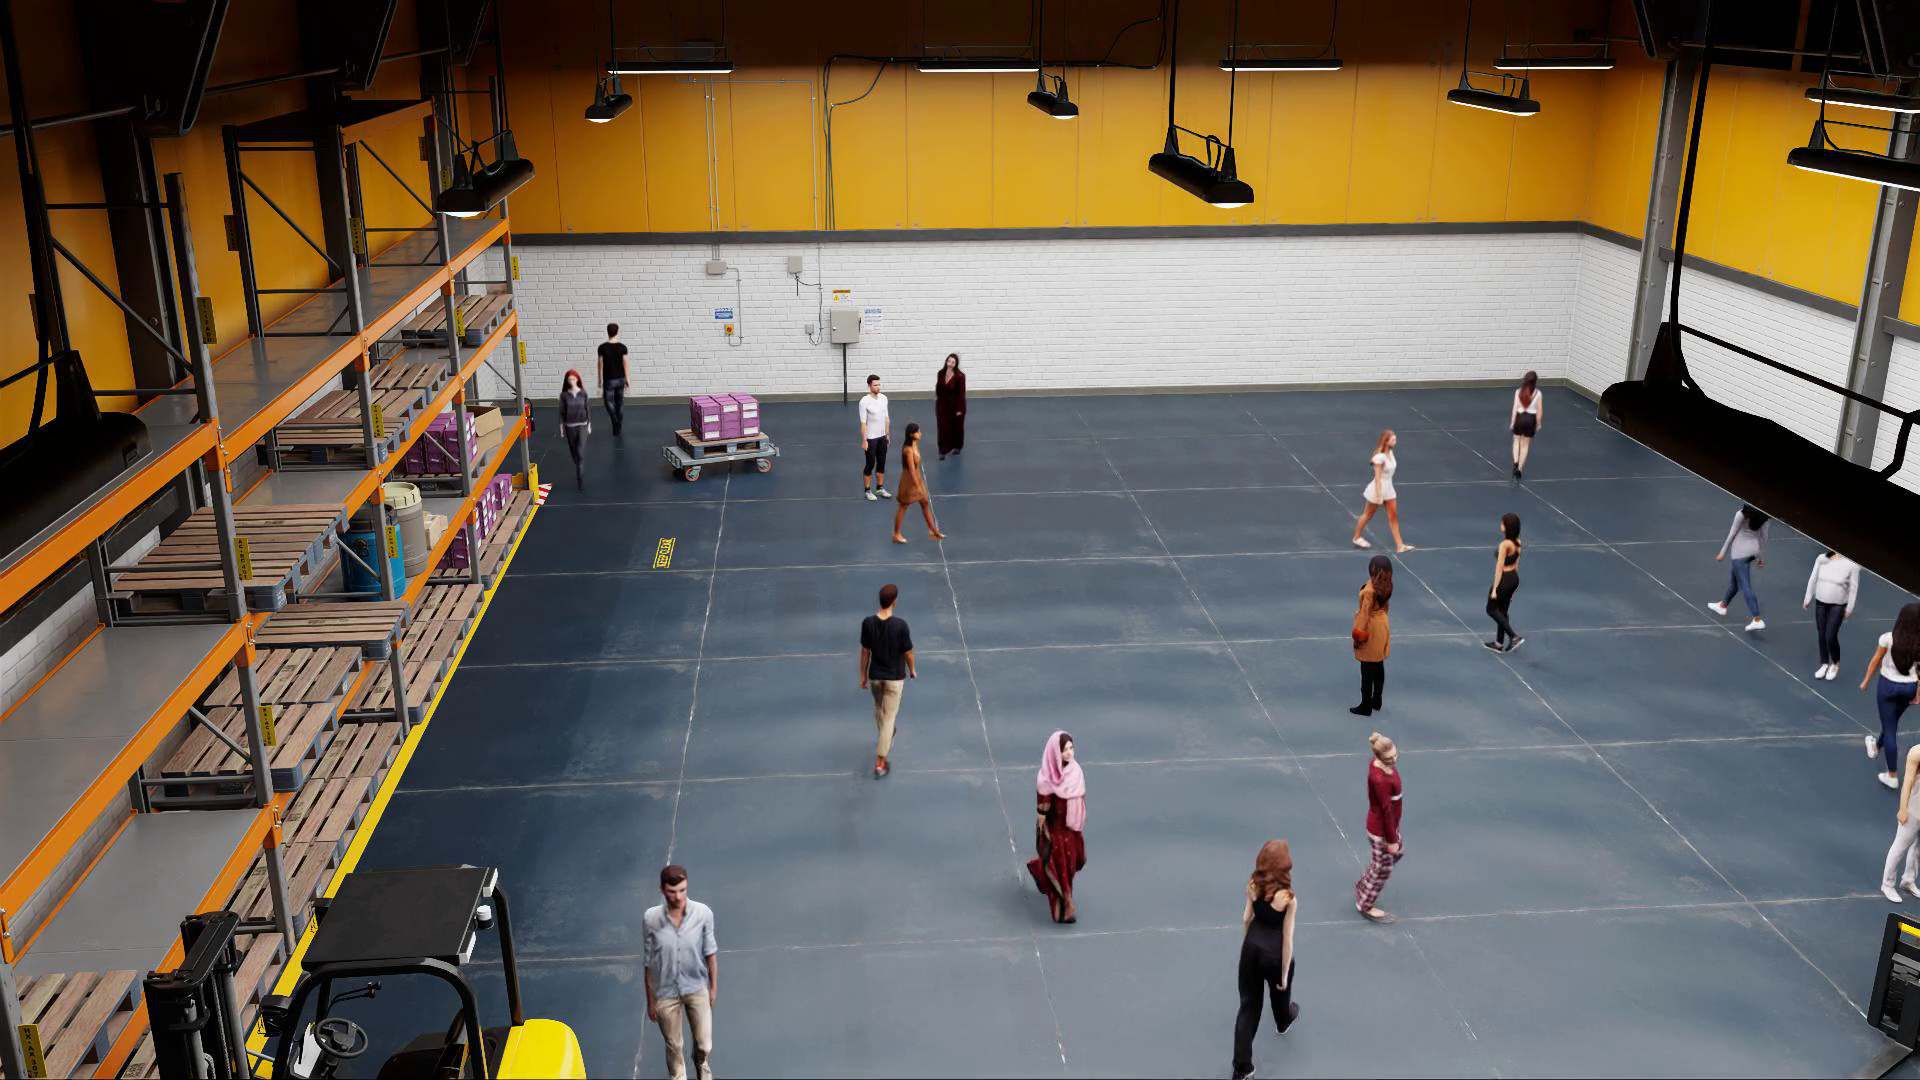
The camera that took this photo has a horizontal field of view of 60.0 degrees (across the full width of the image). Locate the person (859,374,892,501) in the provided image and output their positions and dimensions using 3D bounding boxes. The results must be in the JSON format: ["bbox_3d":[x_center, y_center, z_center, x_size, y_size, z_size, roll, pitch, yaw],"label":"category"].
[{"bbox_3d":[-1.244,-1.512,24.233,0.741,1.848,0.774,-16,25,-40],"label":"person"}]

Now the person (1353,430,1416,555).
[{"bbox_3d":[5.474,-0.629,21.934,1.165,1.642,1.053,18,25,42],"label":"person"}]

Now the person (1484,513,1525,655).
[{"bbox_3d":[6.138,0.519,18.534,0.778,1.635,0.862,-16,24,-39],"label":"person"}]

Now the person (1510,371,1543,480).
[{"bbox_3d":[8.557,-1.718,25.198,0.845,1.621,1.037,7,20,19],"label":"person"}]

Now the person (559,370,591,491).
[{"bbox_3d":[-5.741,-1.666,24.864,0.661,1.737,1.183,-3,19,-9],"label":"person"}]

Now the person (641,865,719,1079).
[{"bbox_3d":[-1.864,2.937,11.037,0.670,1.838,0.728,-3,19,-10],"label":"person"}]

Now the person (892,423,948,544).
[{"bbox_3d":[-0.738,-0.726,22.199,0.854,1.656,0.979,6,19,16],"label":"person"}]

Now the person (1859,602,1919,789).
[{"bbox_3d":[8.777,1.475,15.536,0.754,1.737,1.135,2,19,5],"label":"person"}]

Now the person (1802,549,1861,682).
[{"bbox_3d":[9.463,0.680,17.983,0.786,1.683,0.695,-15,24,-37],"label":"person"}]

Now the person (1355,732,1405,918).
[{"bbox_3d":[3.372,2.276,13.270,0.845,1.666,0.672,1,19,4],"label":"person"}]

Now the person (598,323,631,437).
[{"bbox_3d":[-5.710,-2.617,27.452,0.822,1.888,1.004,-6,20,-18],"label":"person"}]

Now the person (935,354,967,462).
[{"bbox_3d":[-0.131,-2.100,26.207,0.938,1.702,1.133,9,21,25],"label":"person"}]

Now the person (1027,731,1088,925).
[{"bbox_3d":[0.747,2.268,13.356,0.872,1.626,0.966,-14,23,-36],"label":"person"}]

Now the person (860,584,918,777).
[{"bbox_3d":[-0.718,1.360,15.763,0.908,1.811,1.191,5,19,16],"label":"person"}]

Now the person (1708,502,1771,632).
[{"bbox_3d":[9.174,0.232,19.293,0.836,1.696,1.249,-6,20,-19],"label":"person"}]

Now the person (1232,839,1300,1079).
[{"bbox_3d":[2.032,2.919,11.342,1.093,1.678,1.224,12,22,32],"label":"person"}]

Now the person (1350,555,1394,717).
[{"bbox_3d":[4.239,0.967,17.072,0.775,1.719,0.811,-17,25,-41],"label":"person"}]

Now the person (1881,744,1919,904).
[{"bbox_3d":[7.872,2.162,13.602,0.632,1.669,0.580,-4,19,-12],"label":"person"}]
